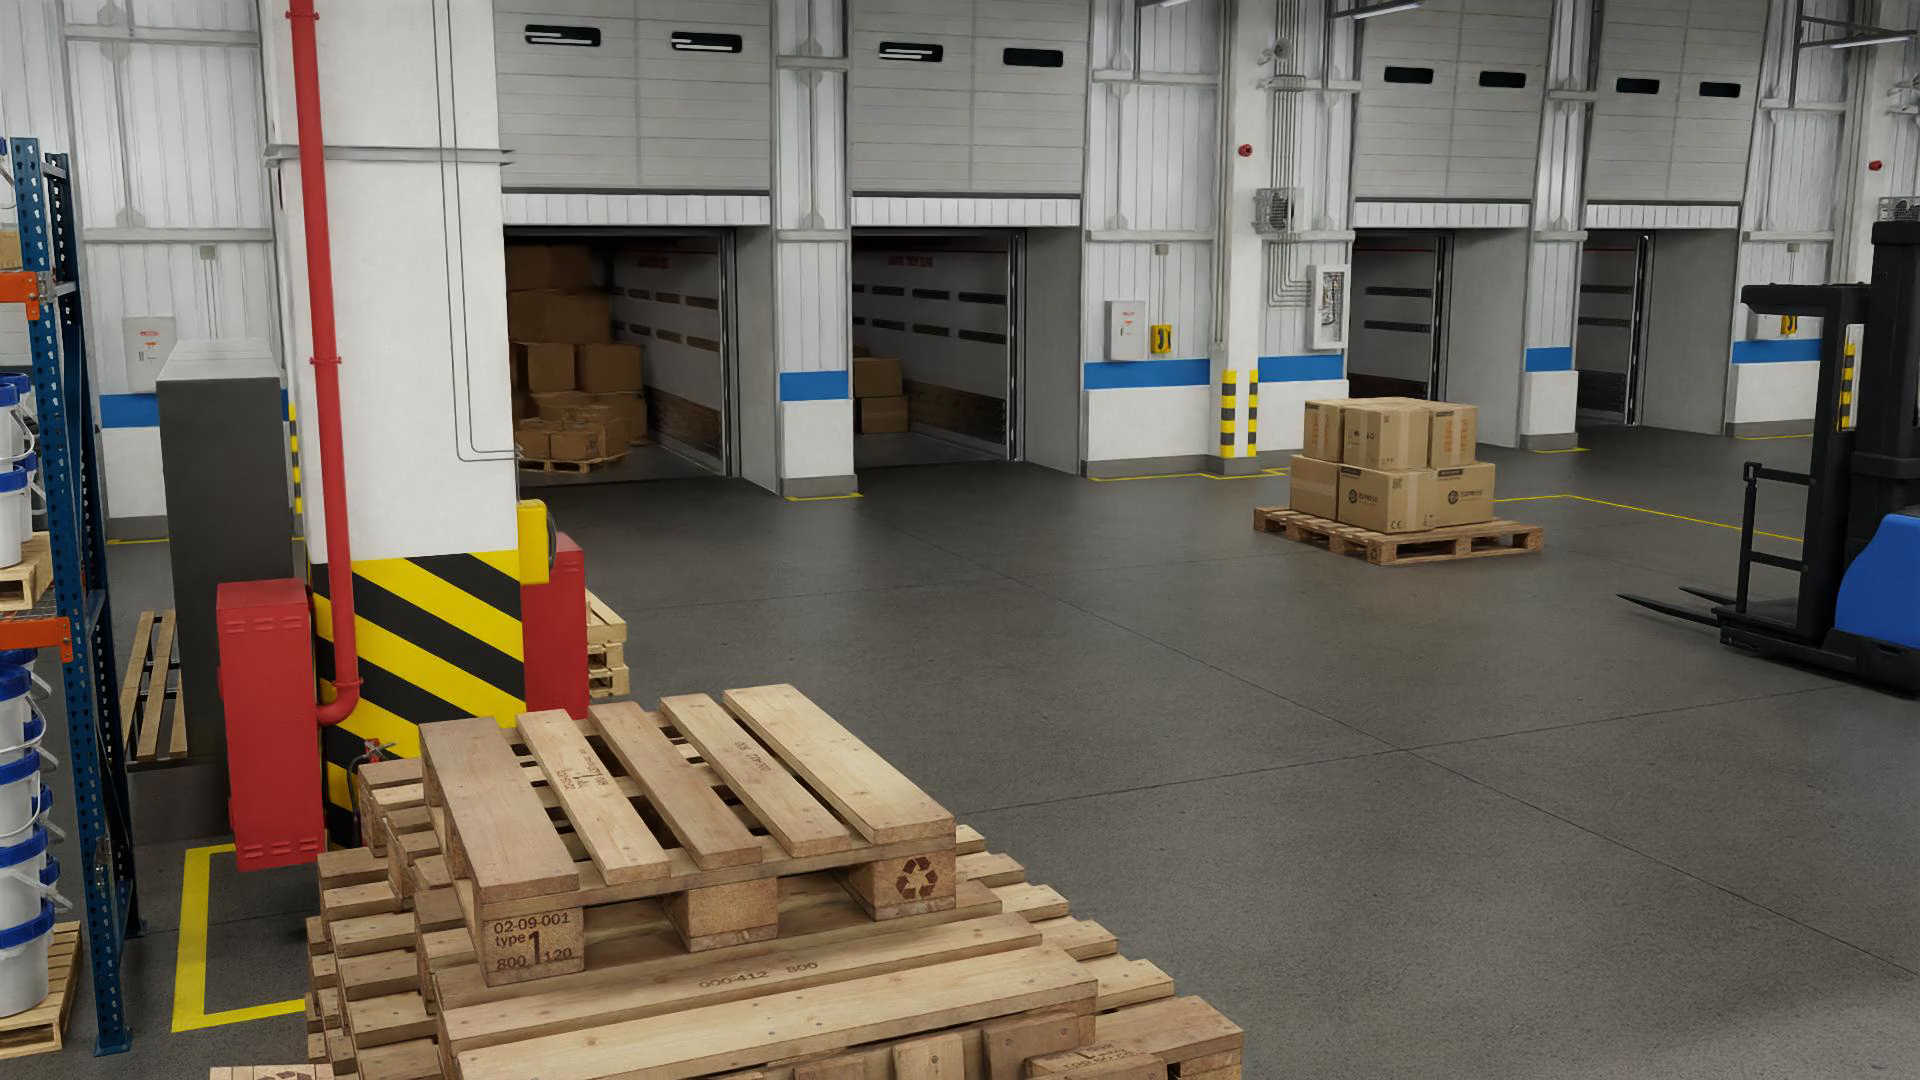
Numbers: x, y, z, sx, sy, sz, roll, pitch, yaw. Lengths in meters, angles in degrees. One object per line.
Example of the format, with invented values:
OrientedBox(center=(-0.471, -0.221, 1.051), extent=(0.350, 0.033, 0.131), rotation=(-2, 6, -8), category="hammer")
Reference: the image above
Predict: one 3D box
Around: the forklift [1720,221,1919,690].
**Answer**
OrientedBox(center=(5.949, -0.550, 10.218), extent=(1.129, 2.768, 1.873), rotation=(-4, 11, -23), category="forklift")
